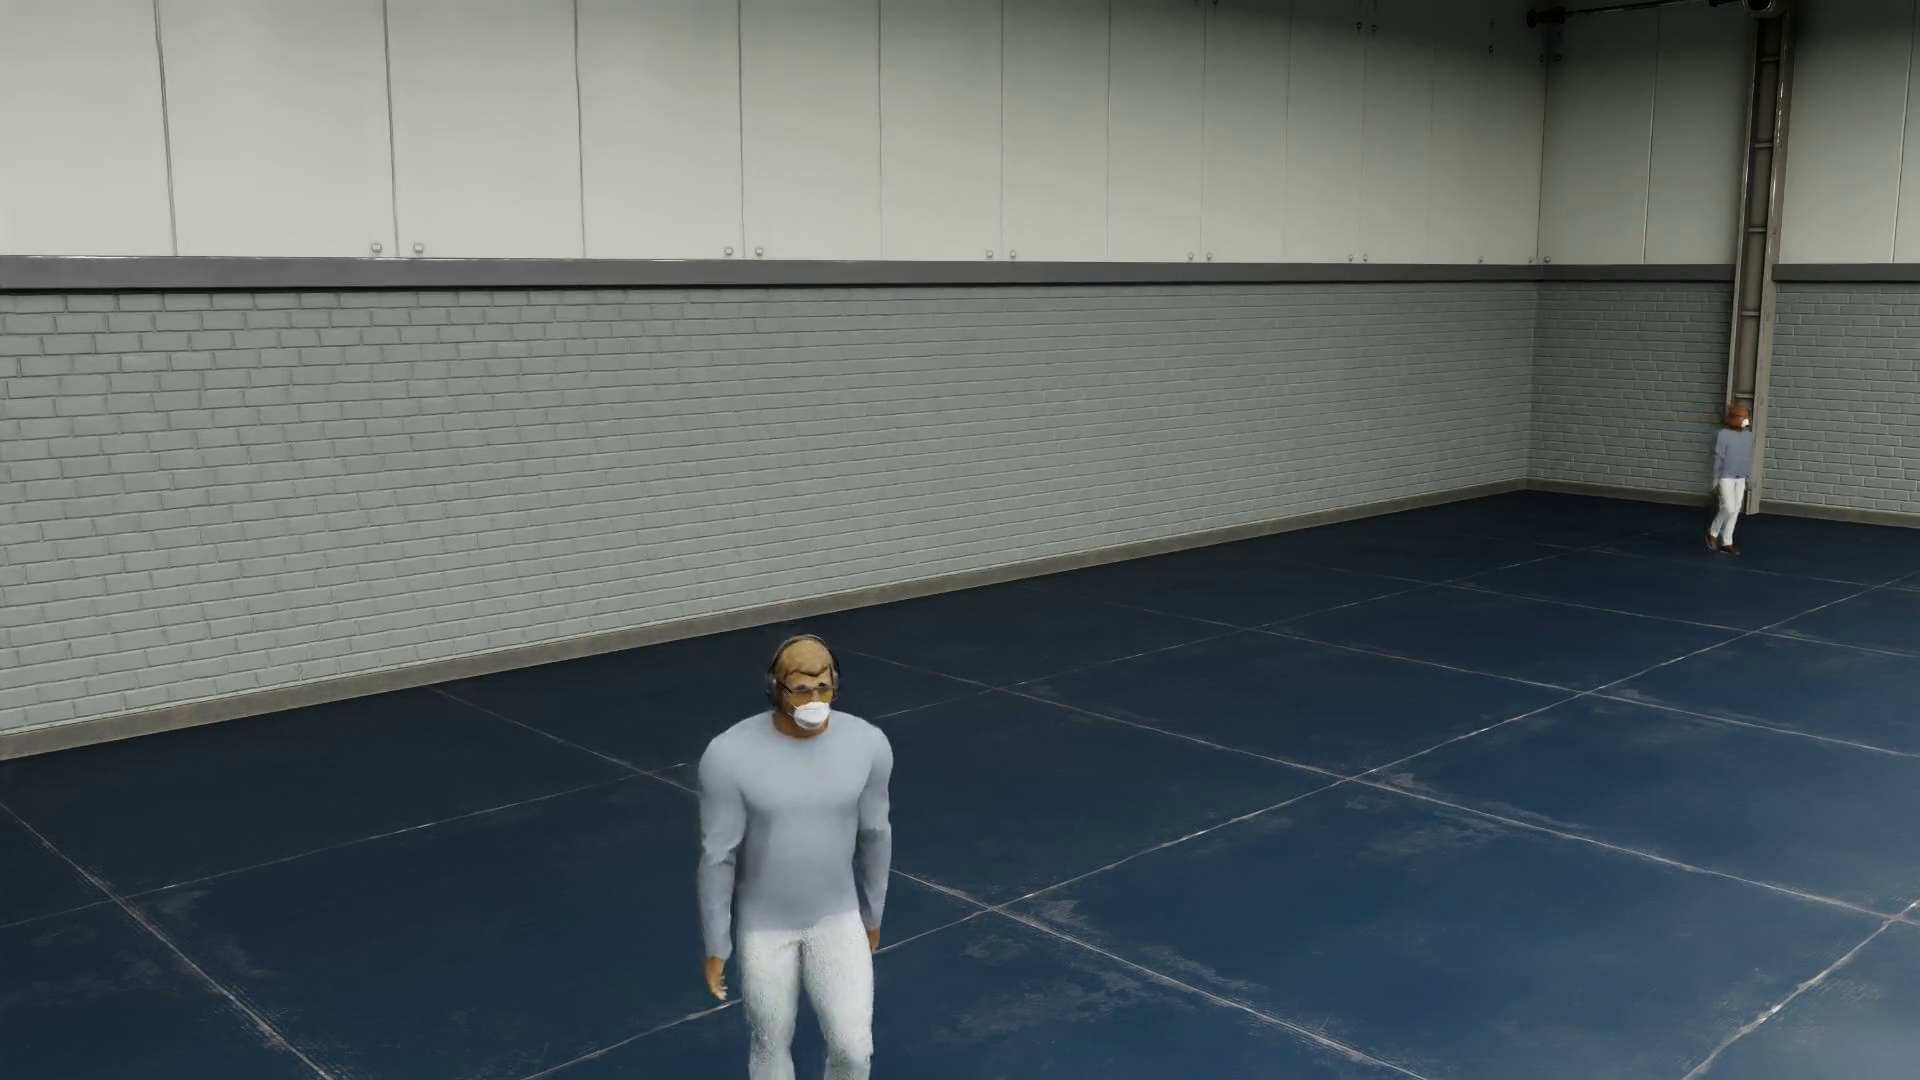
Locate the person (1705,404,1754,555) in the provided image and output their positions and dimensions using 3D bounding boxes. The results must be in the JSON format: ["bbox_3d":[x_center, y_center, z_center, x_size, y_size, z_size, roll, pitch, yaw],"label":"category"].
[{"bbox_3d":[8.298,-0.643,17.833,0.517,1.625,0.348,-3,10,-19],"label":"person"}]

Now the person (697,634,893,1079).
[{"bbox_3d":[-0.510,1.239,5.272,0.648,1.921,0.559,-2,9,-15],"label":"person"}]
